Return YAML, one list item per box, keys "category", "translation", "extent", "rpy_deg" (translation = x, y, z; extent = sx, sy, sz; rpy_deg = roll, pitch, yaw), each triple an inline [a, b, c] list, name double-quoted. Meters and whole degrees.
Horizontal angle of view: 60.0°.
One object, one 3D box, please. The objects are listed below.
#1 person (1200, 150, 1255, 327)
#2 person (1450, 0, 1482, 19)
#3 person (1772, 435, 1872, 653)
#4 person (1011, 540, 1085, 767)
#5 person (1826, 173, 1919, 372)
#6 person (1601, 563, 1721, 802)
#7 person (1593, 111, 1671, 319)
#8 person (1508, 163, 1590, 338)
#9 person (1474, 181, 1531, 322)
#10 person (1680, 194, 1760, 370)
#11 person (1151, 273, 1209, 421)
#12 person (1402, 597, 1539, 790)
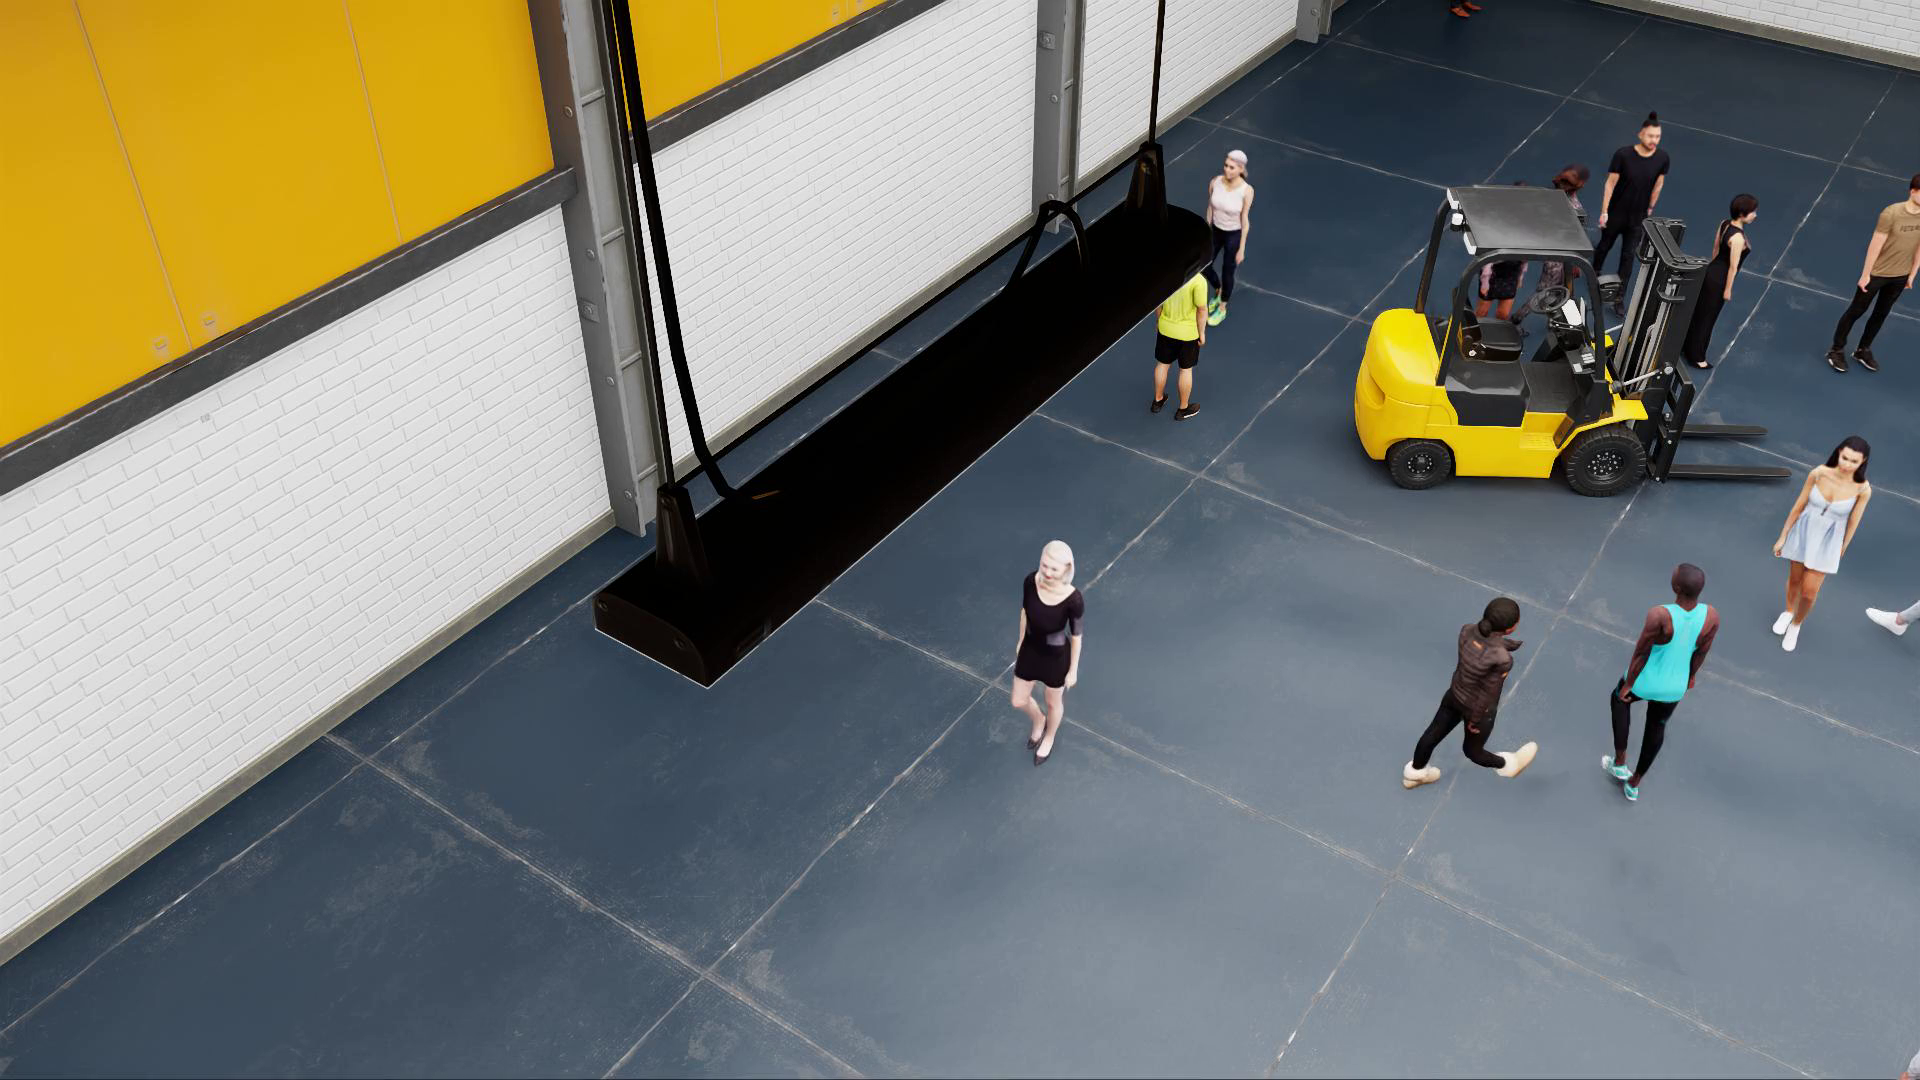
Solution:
- category: "person"
  translation: [2.448, -2.754, 14.981]
  extent: [0.632, 1.697, 0.637]
  rpy_deg: [28, 46, 30]
- category: "person"
  translation: [6.463, -7.523, 20.876]
  extent: [0.712, 1.792, 0.532]
  rpy_deg: [28, 46, 30]
- category: "person"
  translation: [5.983, -0.047, 11.579]
  extent: [0.606, 1.713, 0.660]
  rpy_deg: [28, 46, 30]
- category: "person"
  translation: [0.594, 0.682, 10.579]
  extent: [0.646, 1.821, 0.622]
  rpy_deg: [19, 43, 23]
- category: "person"
  translation: [7.973, -2.320, 14.313]
  extent: [0.736, 1.851, 0.779]
  rpy_deg: [-4, 39, -5]
- category: "person"
  translation: [4.332, 0.953, 10.261]
  extent: [0.784, 1.795, 0.821]
  rpy_deg: [1, 39, 2]
- category: "person"
  translation: [6.078, -3.053, 15.248]
  extent: [0.960, 1.830, 1.163]
  rpy_deg: [6, 39, 7]
- category: "person"
  translation: [5.192, -2.505, 14.677]
  extent: [0.995, 1.686, 0.991]
  rpy_deg: [0, 39, 0]
- category: "person"
  translation: [4.605, -2.271, 14.283]
  extent: [0.724, 1.813, 0.792]
  rpy_deg: [-8, 39, -10]
- category: "person"
  translation: [6.567, -2.256, 14.433]
  extent: [0.717, 1.602, 0.621]
  rpy_deg: [1, 39, 1]
- category: "person"
  translation: [1.816, -1.772, 13.742]
  extent: [0.609, 1.709, 0.512]
  rpy_deg: [24, 44, 27]
- category: "person"
  translation: [3.277, 0.968, 10.365]
  extent: [1.082, 1.640, 0.919]
  rpy_deg: [27, 46, 30]
